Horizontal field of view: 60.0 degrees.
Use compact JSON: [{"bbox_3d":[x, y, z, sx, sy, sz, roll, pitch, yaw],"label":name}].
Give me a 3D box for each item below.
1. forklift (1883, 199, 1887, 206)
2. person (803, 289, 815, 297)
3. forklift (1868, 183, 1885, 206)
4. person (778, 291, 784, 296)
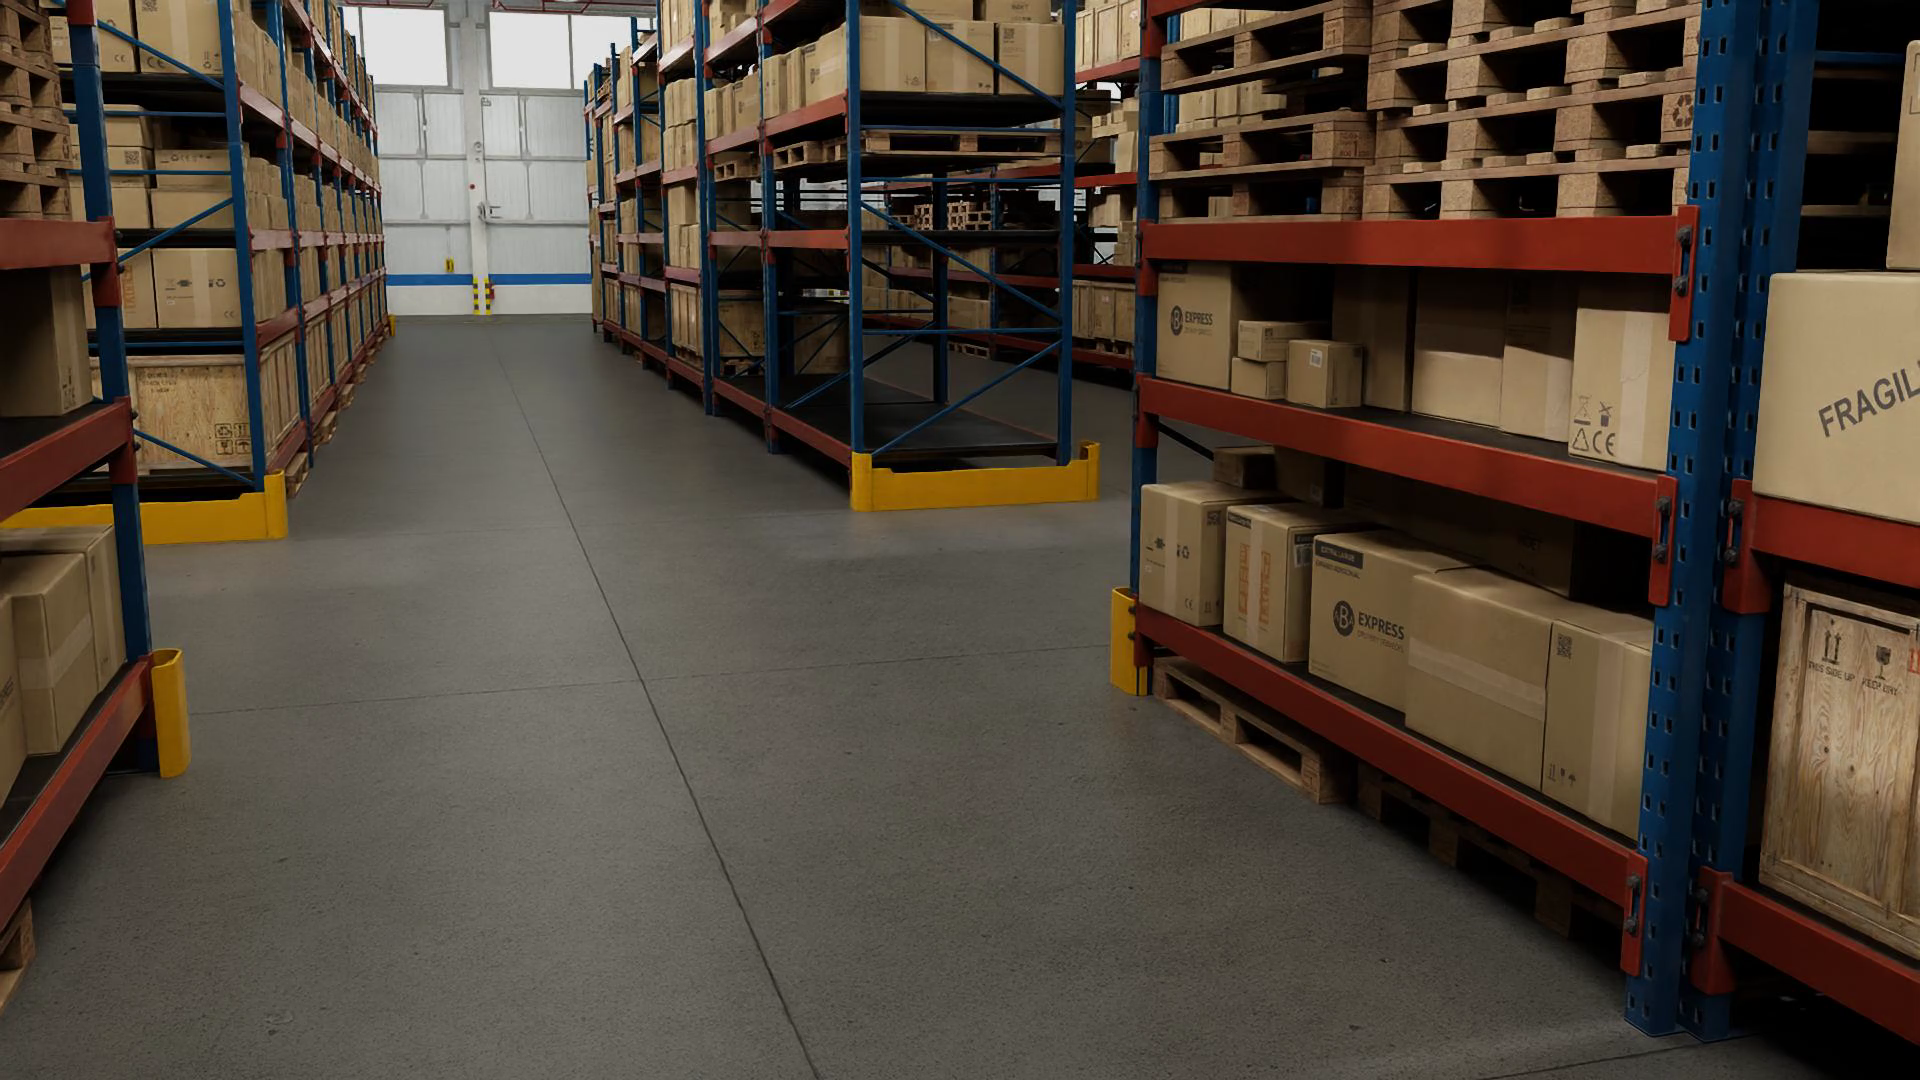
[{"bbox_3d":[11.338,-2.915,21.052,1.129,2.768,1.873,-3,11,-17],"label":"forklift"},{"bbox_3d":[-3.379,-5.115,35.668,0.601,1.948,0.386,5,12,27],"label":"person"},{"bbox_3d":[5.292,-0.797,9.437,1.129,2.768,1.873,-3,11,-17],"label":"forklift"},{"bbox_3d":[-3.621,-4.525,32.990,0.489,1.746,0.286,3,11,15],"label":"person"}]
